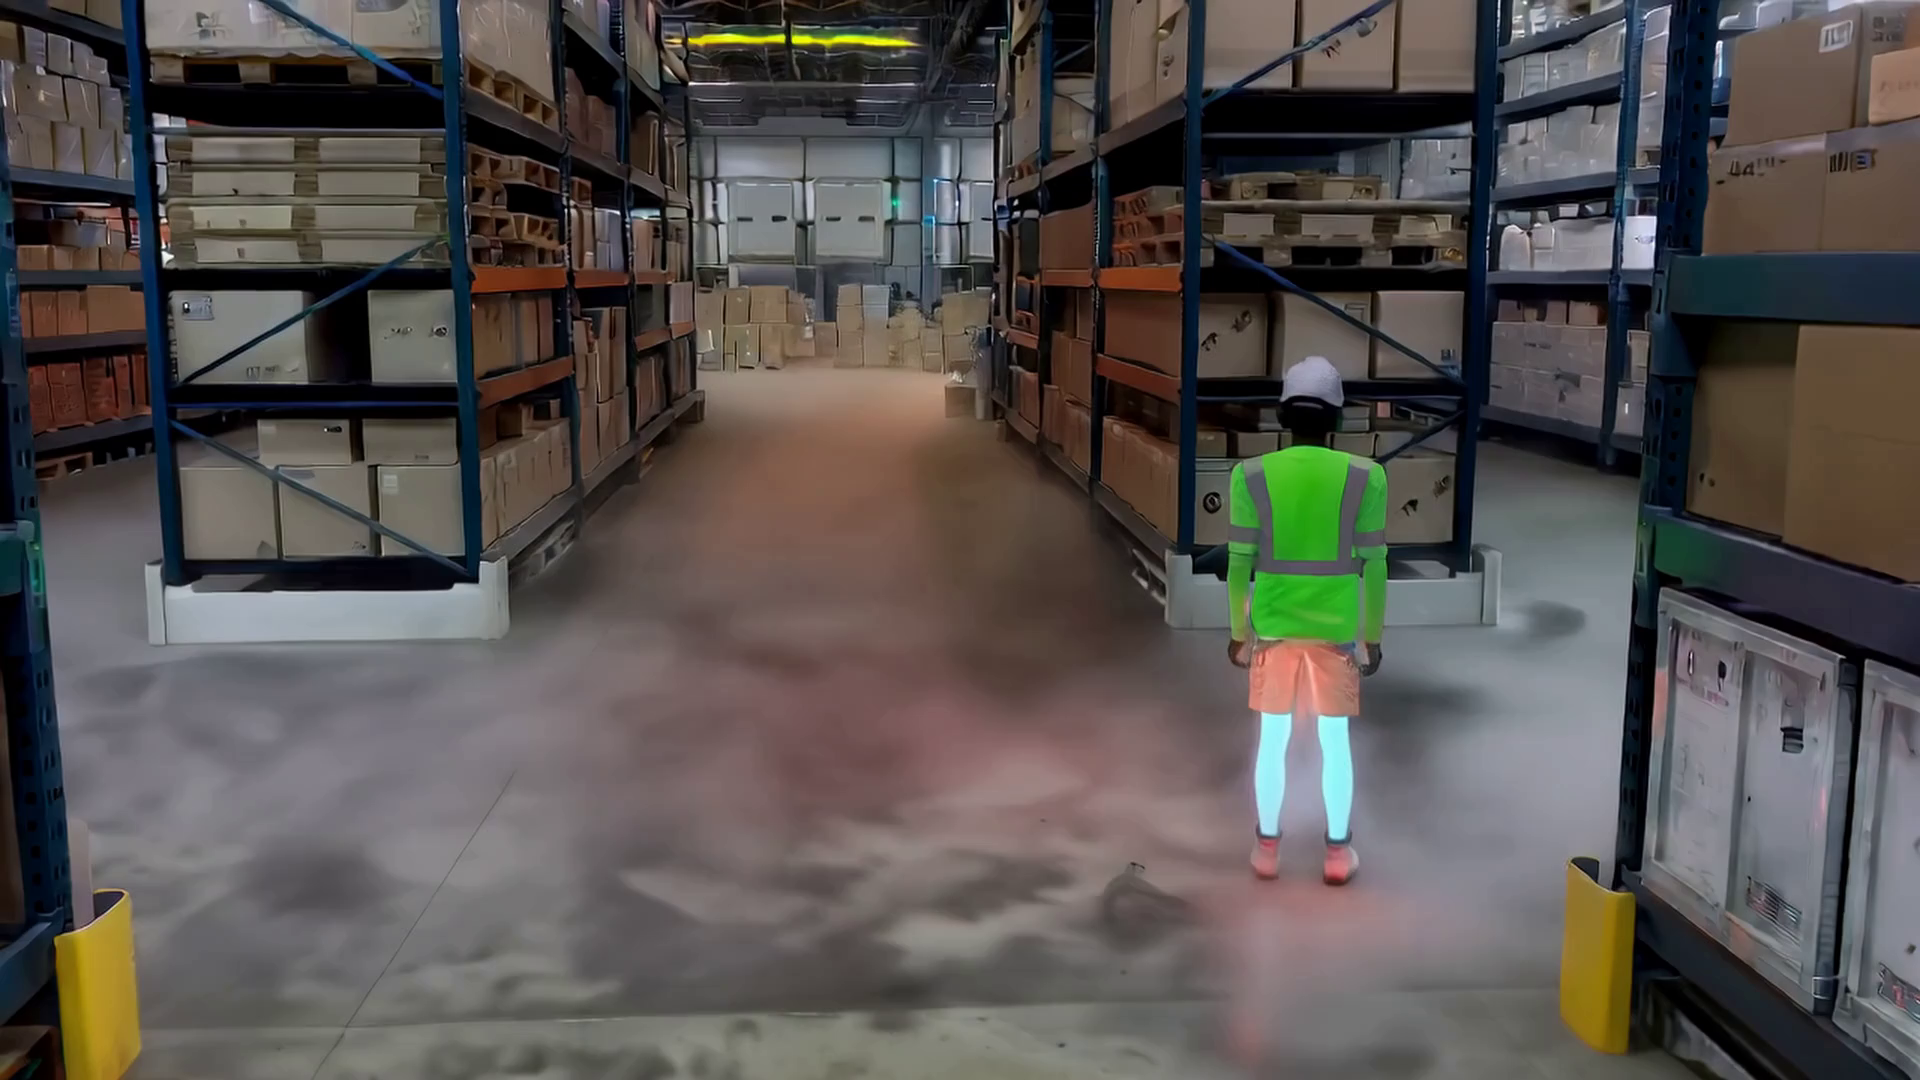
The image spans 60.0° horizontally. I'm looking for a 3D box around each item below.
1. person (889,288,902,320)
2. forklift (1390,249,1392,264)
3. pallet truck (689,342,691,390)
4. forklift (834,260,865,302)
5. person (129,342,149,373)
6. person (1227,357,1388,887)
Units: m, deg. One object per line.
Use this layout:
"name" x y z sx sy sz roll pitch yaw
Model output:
"person" -2.304 -7.828 57.980 0.636 1.928 0.384 3 10 20
"forklift" 7.783 -4.009 31.003 1.873 2.768 1.129 -1 9 -4
"pallet truck" -5.225 -3.008 27.480 1.885 1.965 0.823 2 9 14
"forklift" -3.397 -7.253 51.372 1.129 2.768 1.873 -1 9 -4
"person" -13.661 -3.091 28.003 0.612 1.997 0.376 -1 9 -8
"person" 1.334 0.321 6.432 0.605 2.045 0.378 2 9 15
